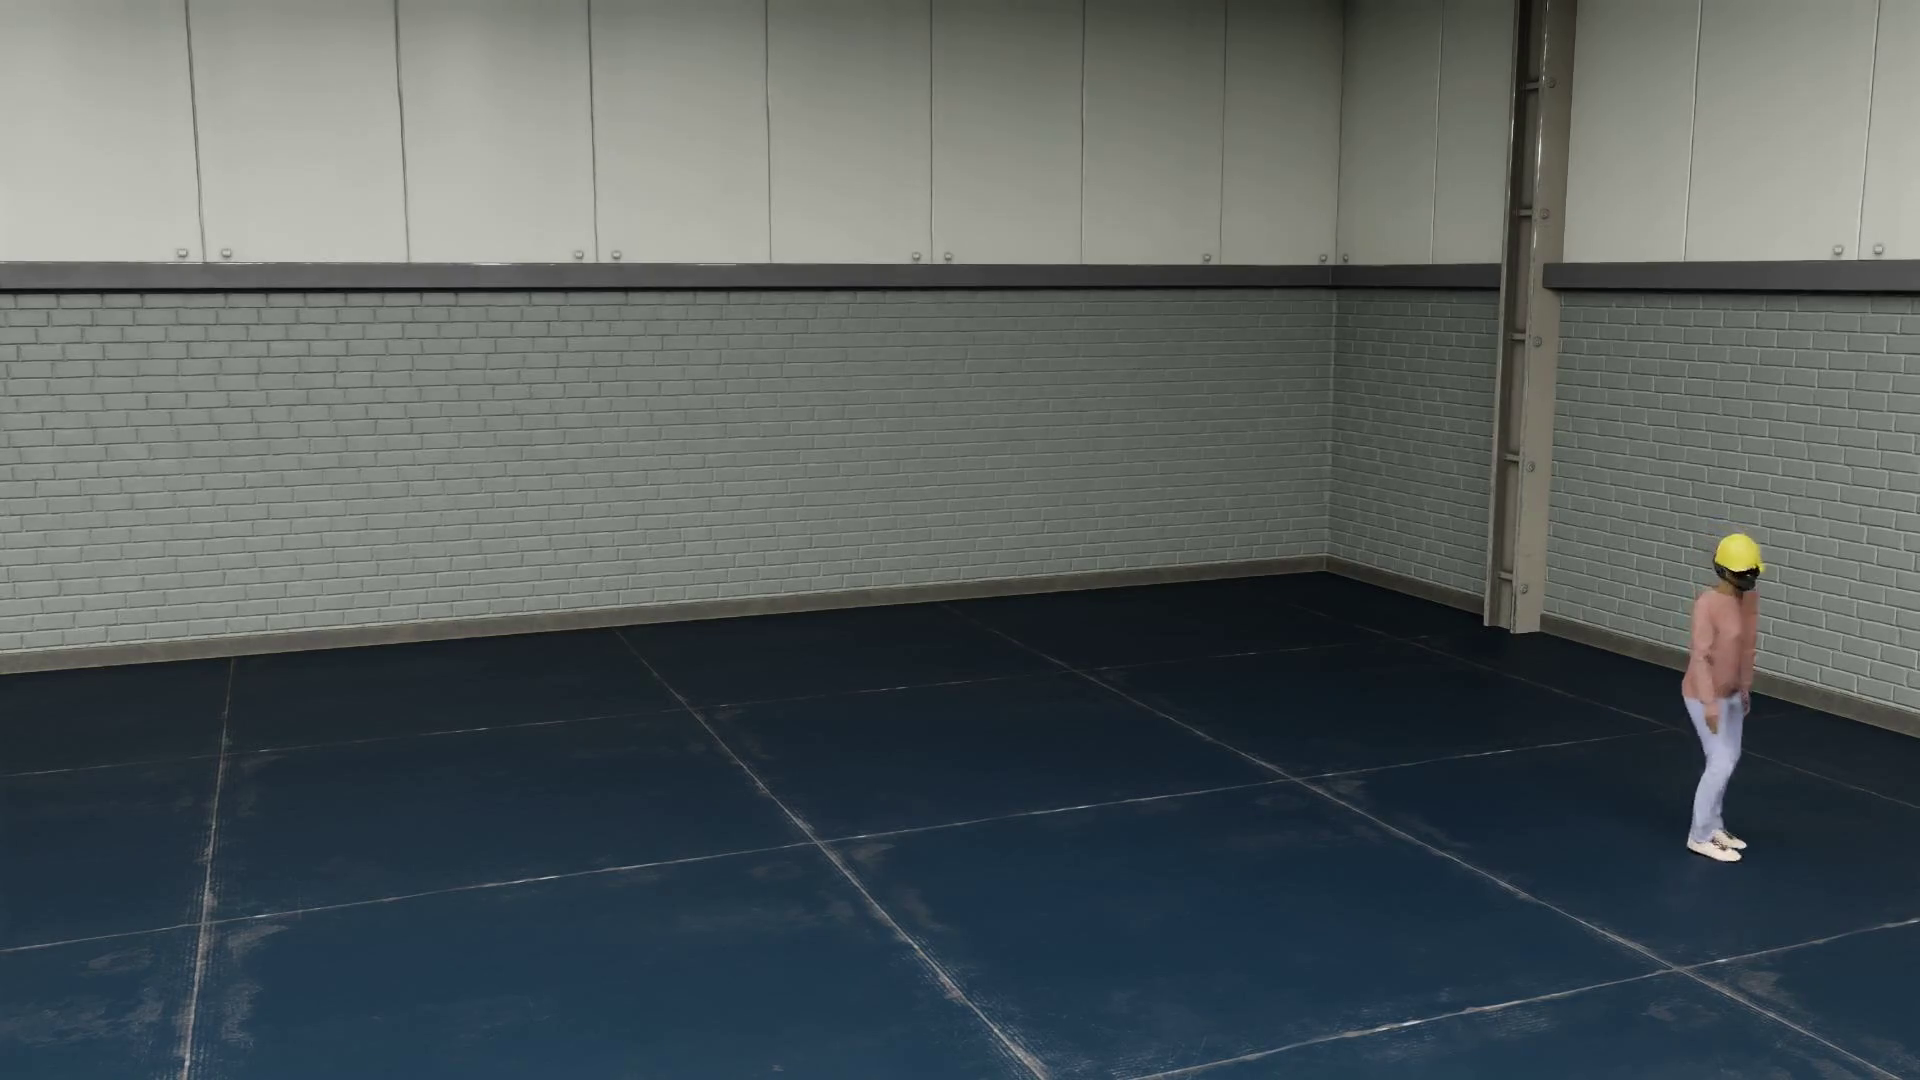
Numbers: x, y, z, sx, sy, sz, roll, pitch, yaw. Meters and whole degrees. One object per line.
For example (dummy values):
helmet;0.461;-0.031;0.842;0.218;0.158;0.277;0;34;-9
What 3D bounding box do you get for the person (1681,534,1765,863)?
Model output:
person;3.939;0.809;8.588;0.533;1.726;0.405;-7;11;-36
